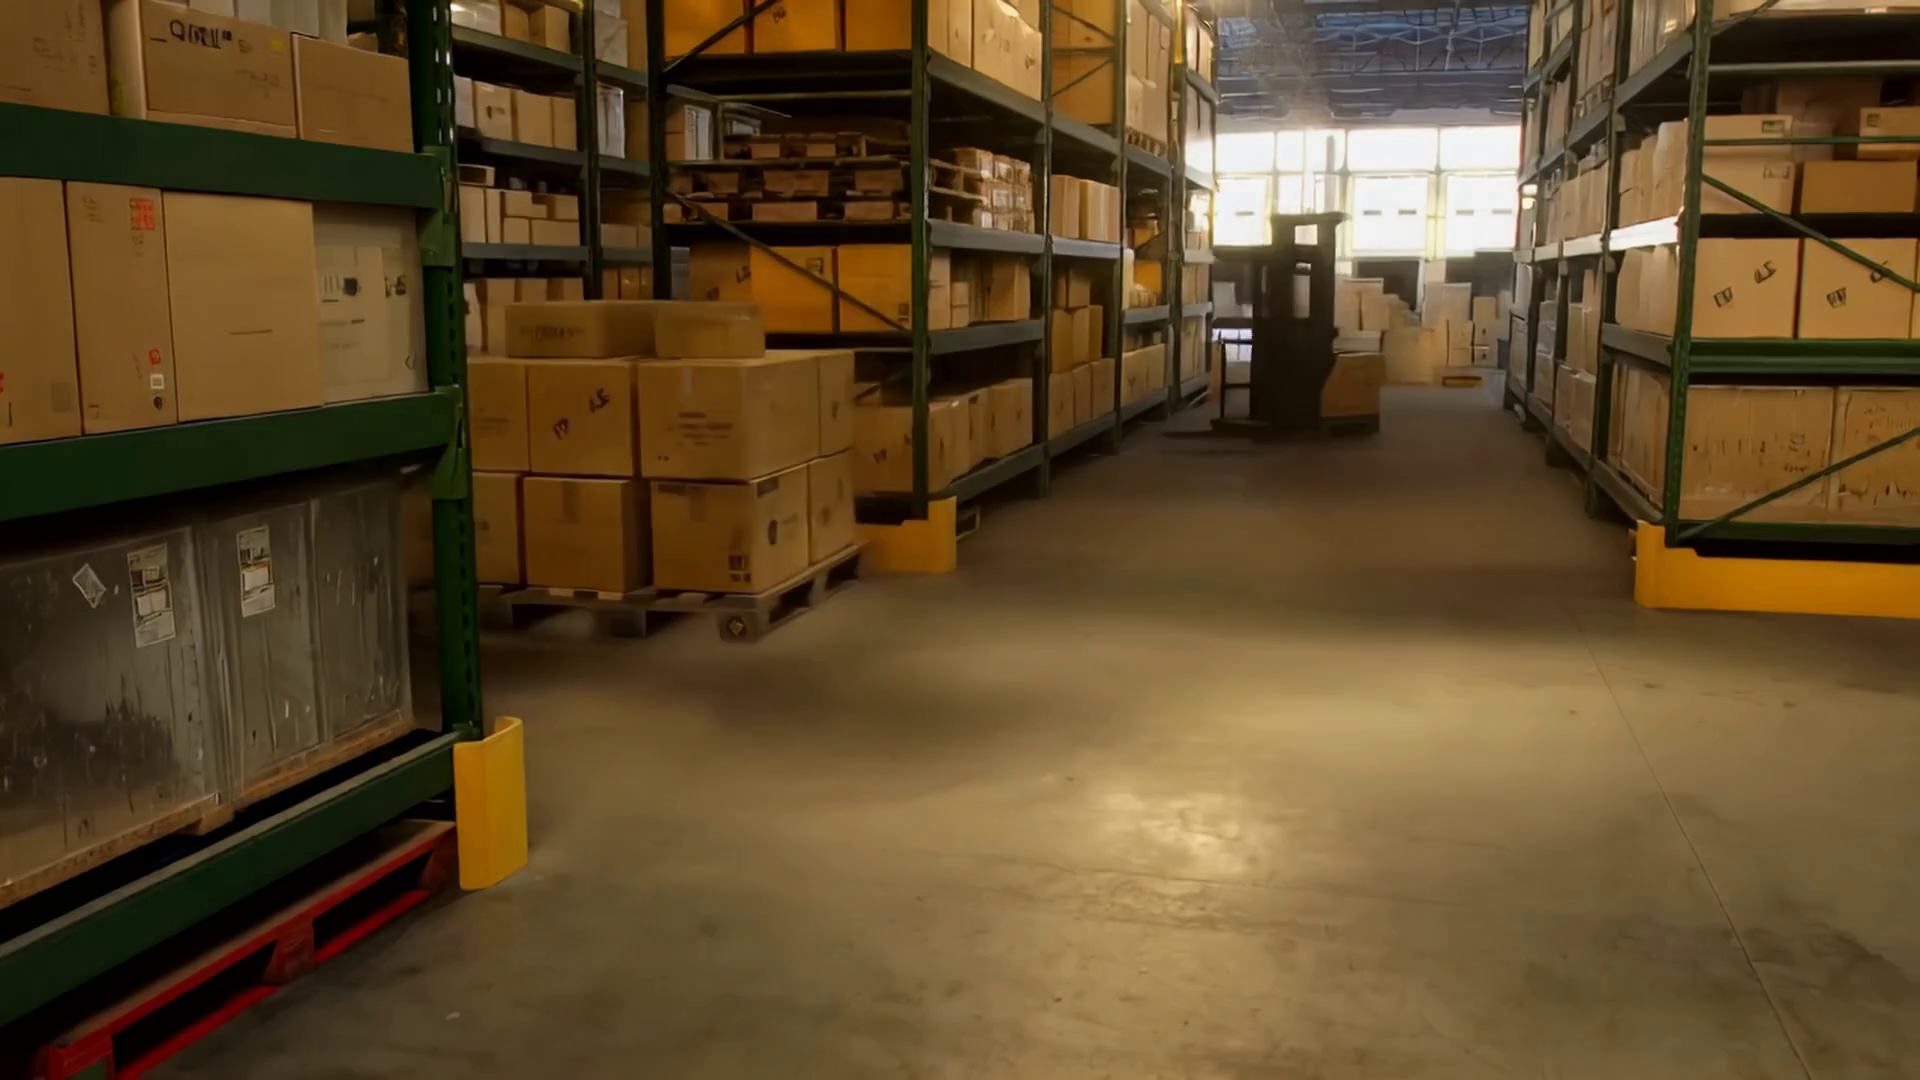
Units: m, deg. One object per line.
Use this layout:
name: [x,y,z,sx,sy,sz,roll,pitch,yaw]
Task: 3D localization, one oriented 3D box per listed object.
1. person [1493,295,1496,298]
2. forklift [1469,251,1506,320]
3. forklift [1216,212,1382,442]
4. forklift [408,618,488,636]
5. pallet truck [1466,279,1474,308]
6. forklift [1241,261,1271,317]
person: [13.191,-5.257,41.203,0.831,1.591,0.541,7,11,38]
forklift: [15.886,-7.282,50.034,1.129,2.768,1.873,-2,9,-13]
forklift: [4.299,-2.687,20.846,1.873,2.768,1.129,-5,10,-30]
forklift: [-3.678,-0.785,8.758,1.873,2.768,1.129,2,9,13]
pallet truck: [18.896,-8.459,60.307,1.885,1.965,0.823,5,10,31]
forklift: [10.551,-8.662,58.805,1.129,2.768,1.873,2,9,15]
